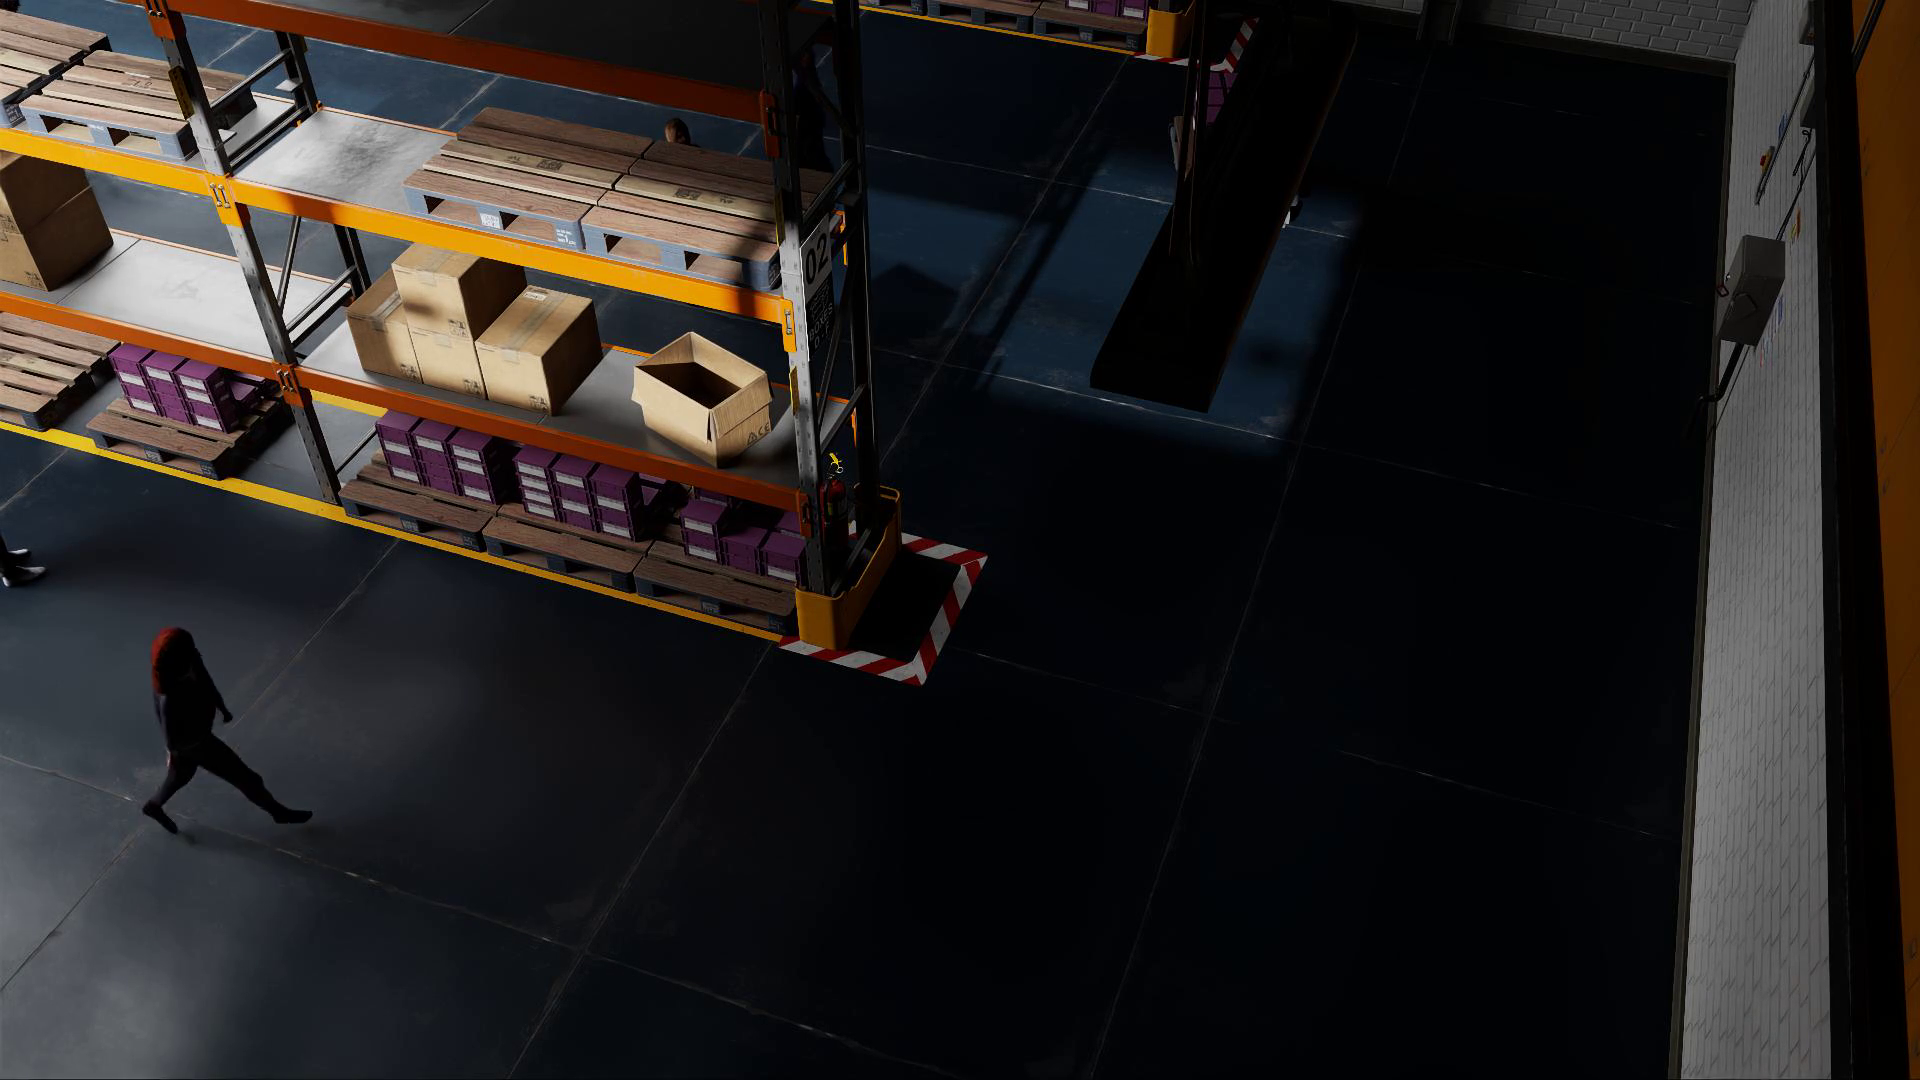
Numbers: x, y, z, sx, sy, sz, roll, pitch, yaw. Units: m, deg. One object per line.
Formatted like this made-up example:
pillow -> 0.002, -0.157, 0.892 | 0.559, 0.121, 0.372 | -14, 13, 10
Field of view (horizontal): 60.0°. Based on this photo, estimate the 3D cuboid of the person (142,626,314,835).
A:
person -> -4.551, 1.179, 9.706 | 1.295, 1.712, 0.948 | -2, 44, -2
